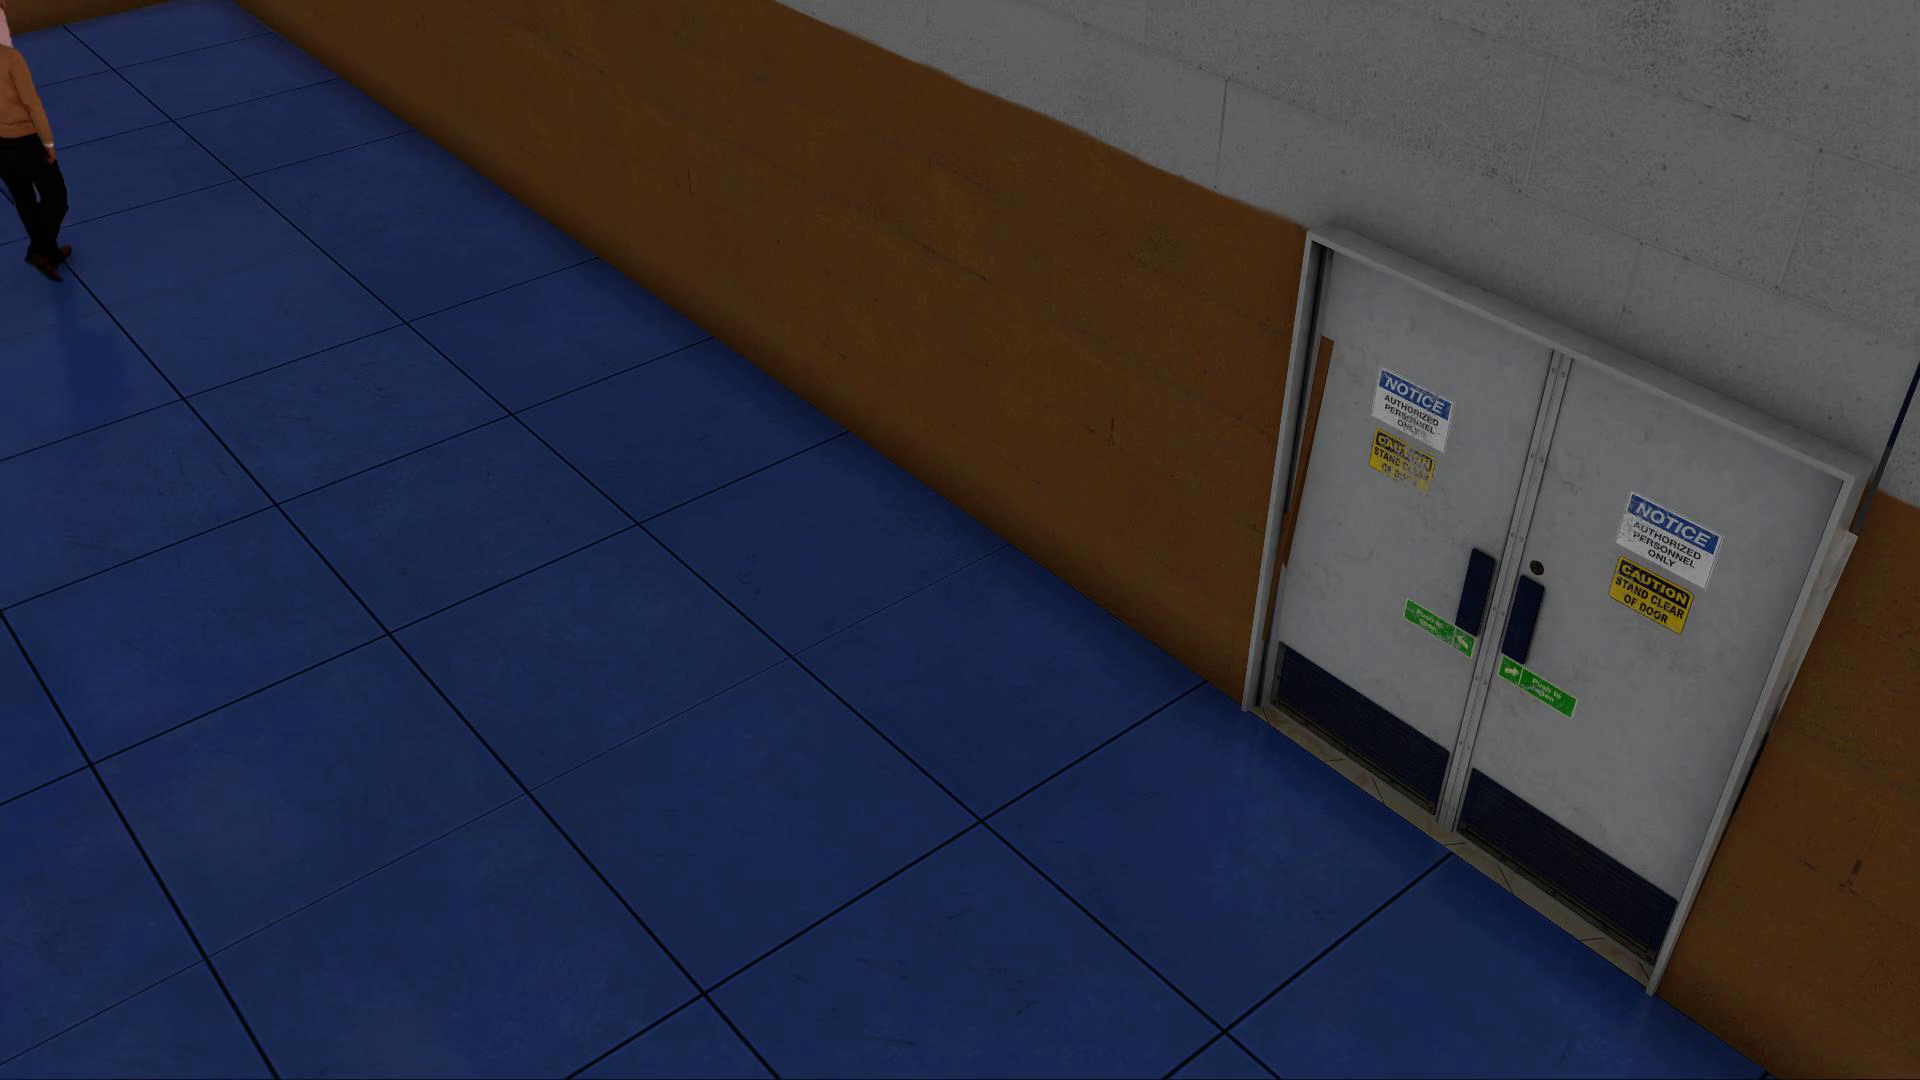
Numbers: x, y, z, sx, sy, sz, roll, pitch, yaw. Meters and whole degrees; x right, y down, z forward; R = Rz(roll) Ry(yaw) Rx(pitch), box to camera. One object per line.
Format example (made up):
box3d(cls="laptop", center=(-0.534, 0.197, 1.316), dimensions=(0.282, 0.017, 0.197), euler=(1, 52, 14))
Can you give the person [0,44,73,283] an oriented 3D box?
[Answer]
box3d(cls="person", center=(-5.691, -2.338, 9.942), dimensions=(0.990, 1.736, 1.027), euler=(0, 37, -1))
